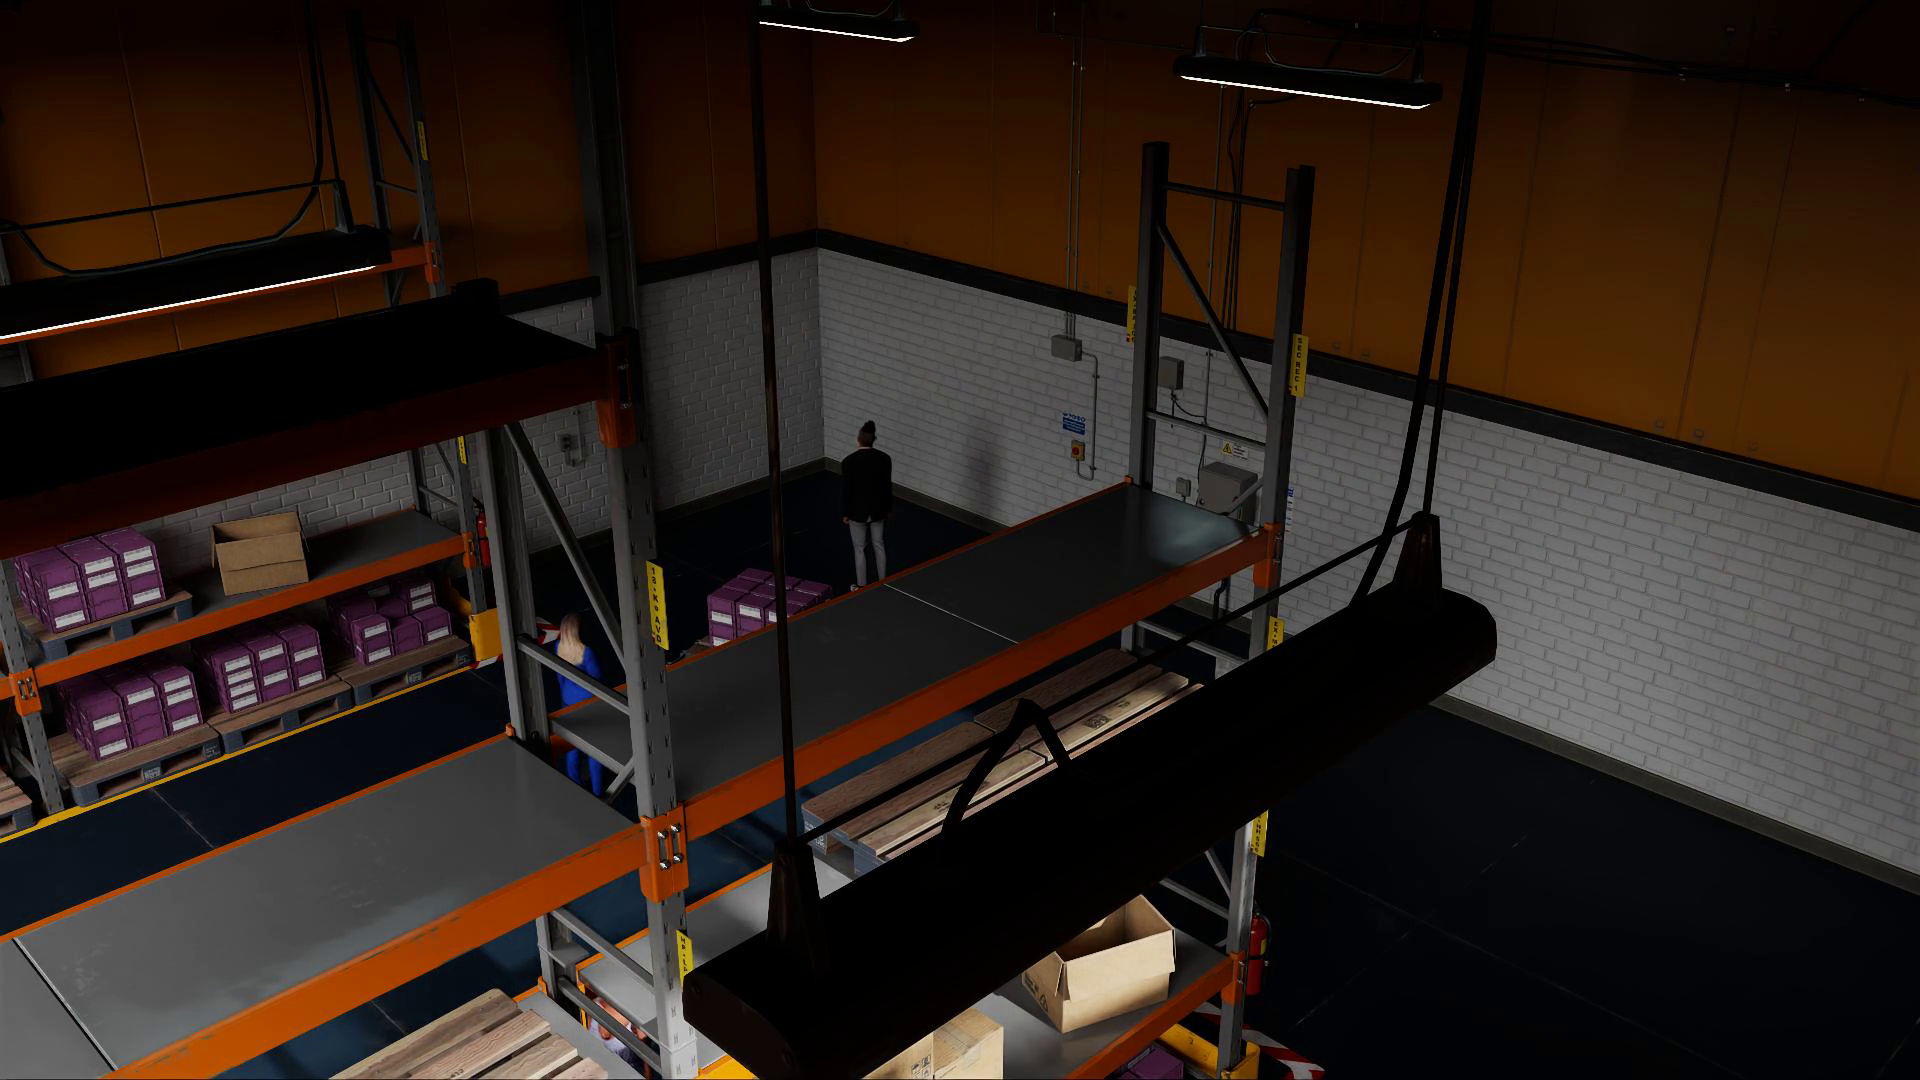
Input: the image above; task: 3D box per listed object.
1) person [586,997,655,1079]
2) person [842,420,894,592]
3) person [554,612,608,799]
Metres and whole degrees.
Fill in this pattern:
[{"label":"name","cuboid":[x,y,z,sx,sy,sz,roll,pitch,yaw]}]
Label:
[{"label":"person","cuboid":[-1.953,3.142,9.642,0.652,1.695,0.641,9,25,19]},{"label":"person","cuboid":[-0.953,-0.334,17.277,0.701,1.950,0.850,-8,25,-18]},{"label":"person","cuboid":[-3.109,1.370,13.689,0.685,1.700,0.642,12,26,26]}]
